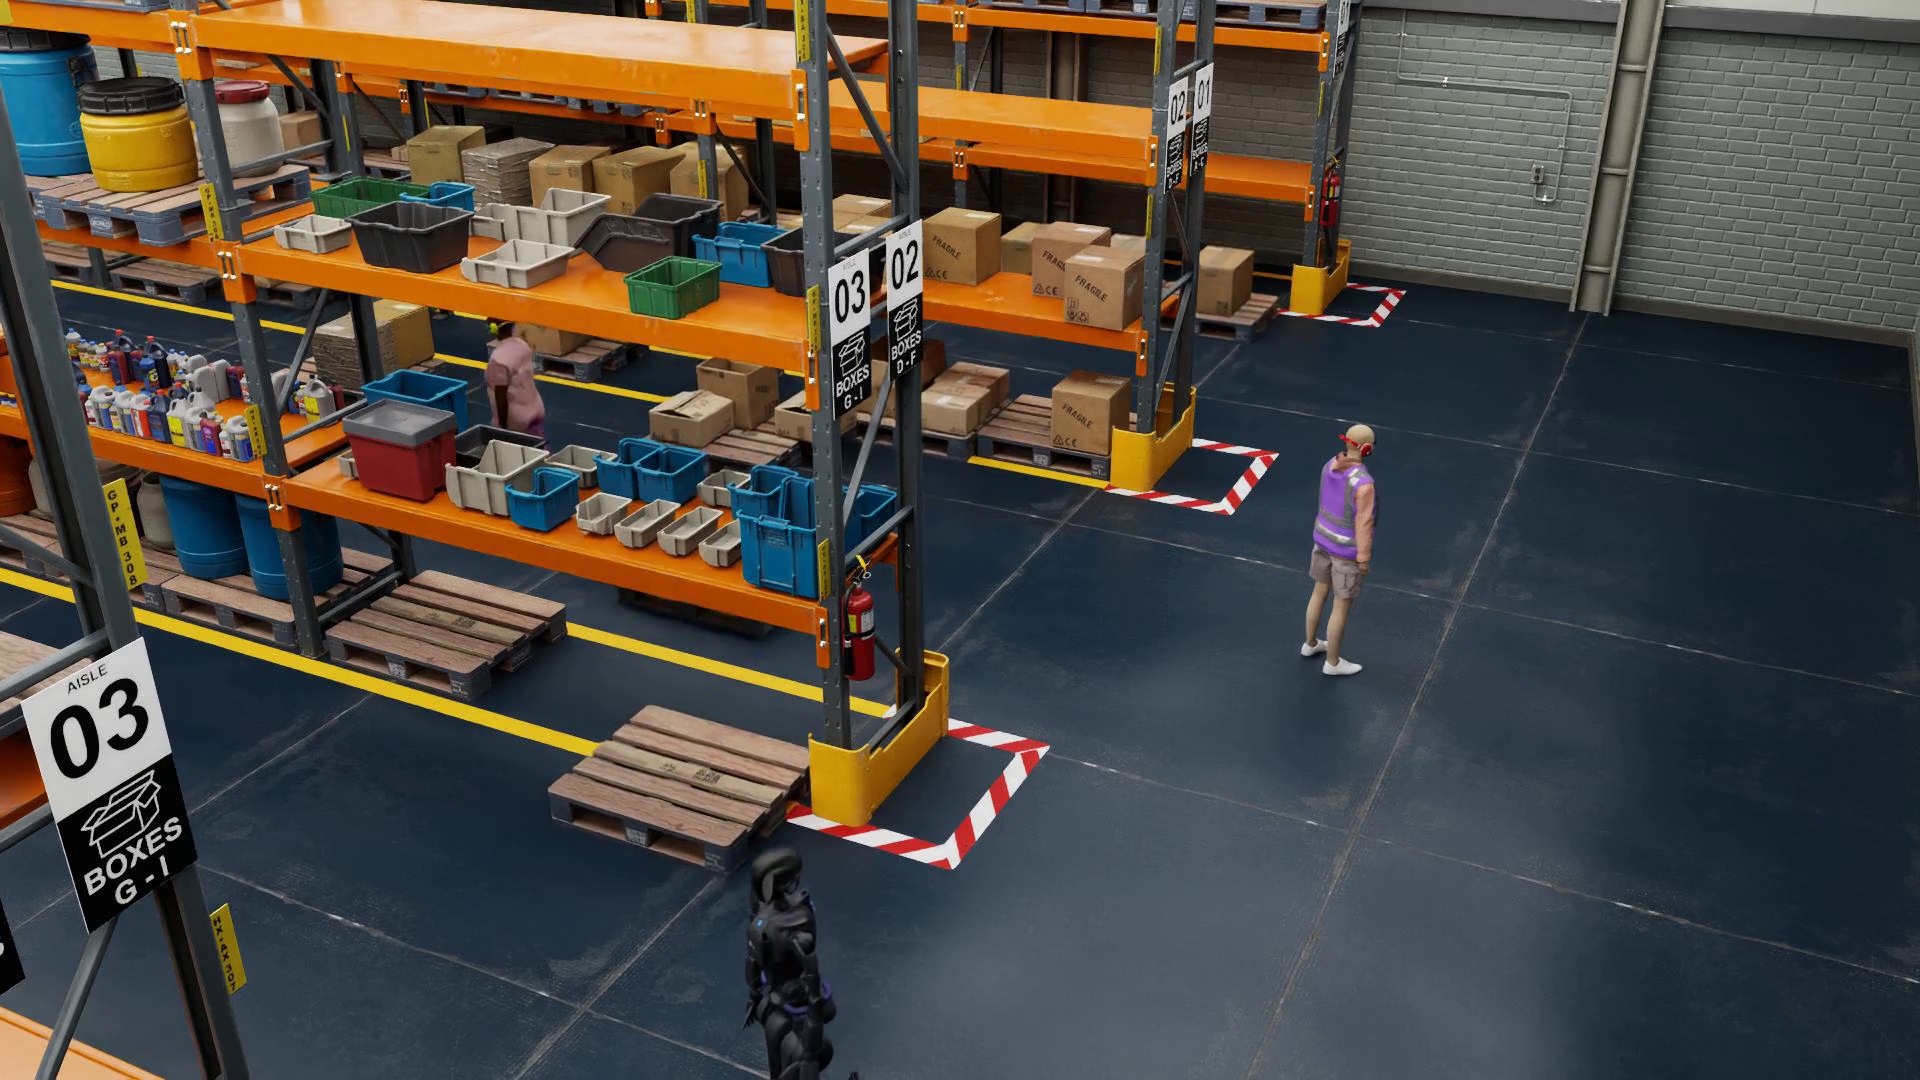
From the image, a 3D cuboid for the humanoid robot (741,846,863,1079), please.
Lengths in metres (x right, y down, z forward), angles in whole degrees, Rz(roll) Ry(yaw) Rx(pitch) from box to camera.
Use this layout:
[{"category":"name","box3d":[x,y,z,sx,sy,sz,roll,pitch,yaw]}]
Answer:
[{"category":"humanoid robot","box3d":[-0.637,1.940,6.810,0.627,1.639,0.593,-16,31,-30]}]

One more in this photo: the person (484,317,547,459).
[{"category":"person","box3d":[-3.429,-0.917,12.460,0.754,1.774,0.550,8,28,17]}]

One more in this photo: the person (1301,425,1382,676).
[{"category":"person","box3d":[2.431,0.058,10.588,0.352,1.688,0.489,-11,28,-21]}]
